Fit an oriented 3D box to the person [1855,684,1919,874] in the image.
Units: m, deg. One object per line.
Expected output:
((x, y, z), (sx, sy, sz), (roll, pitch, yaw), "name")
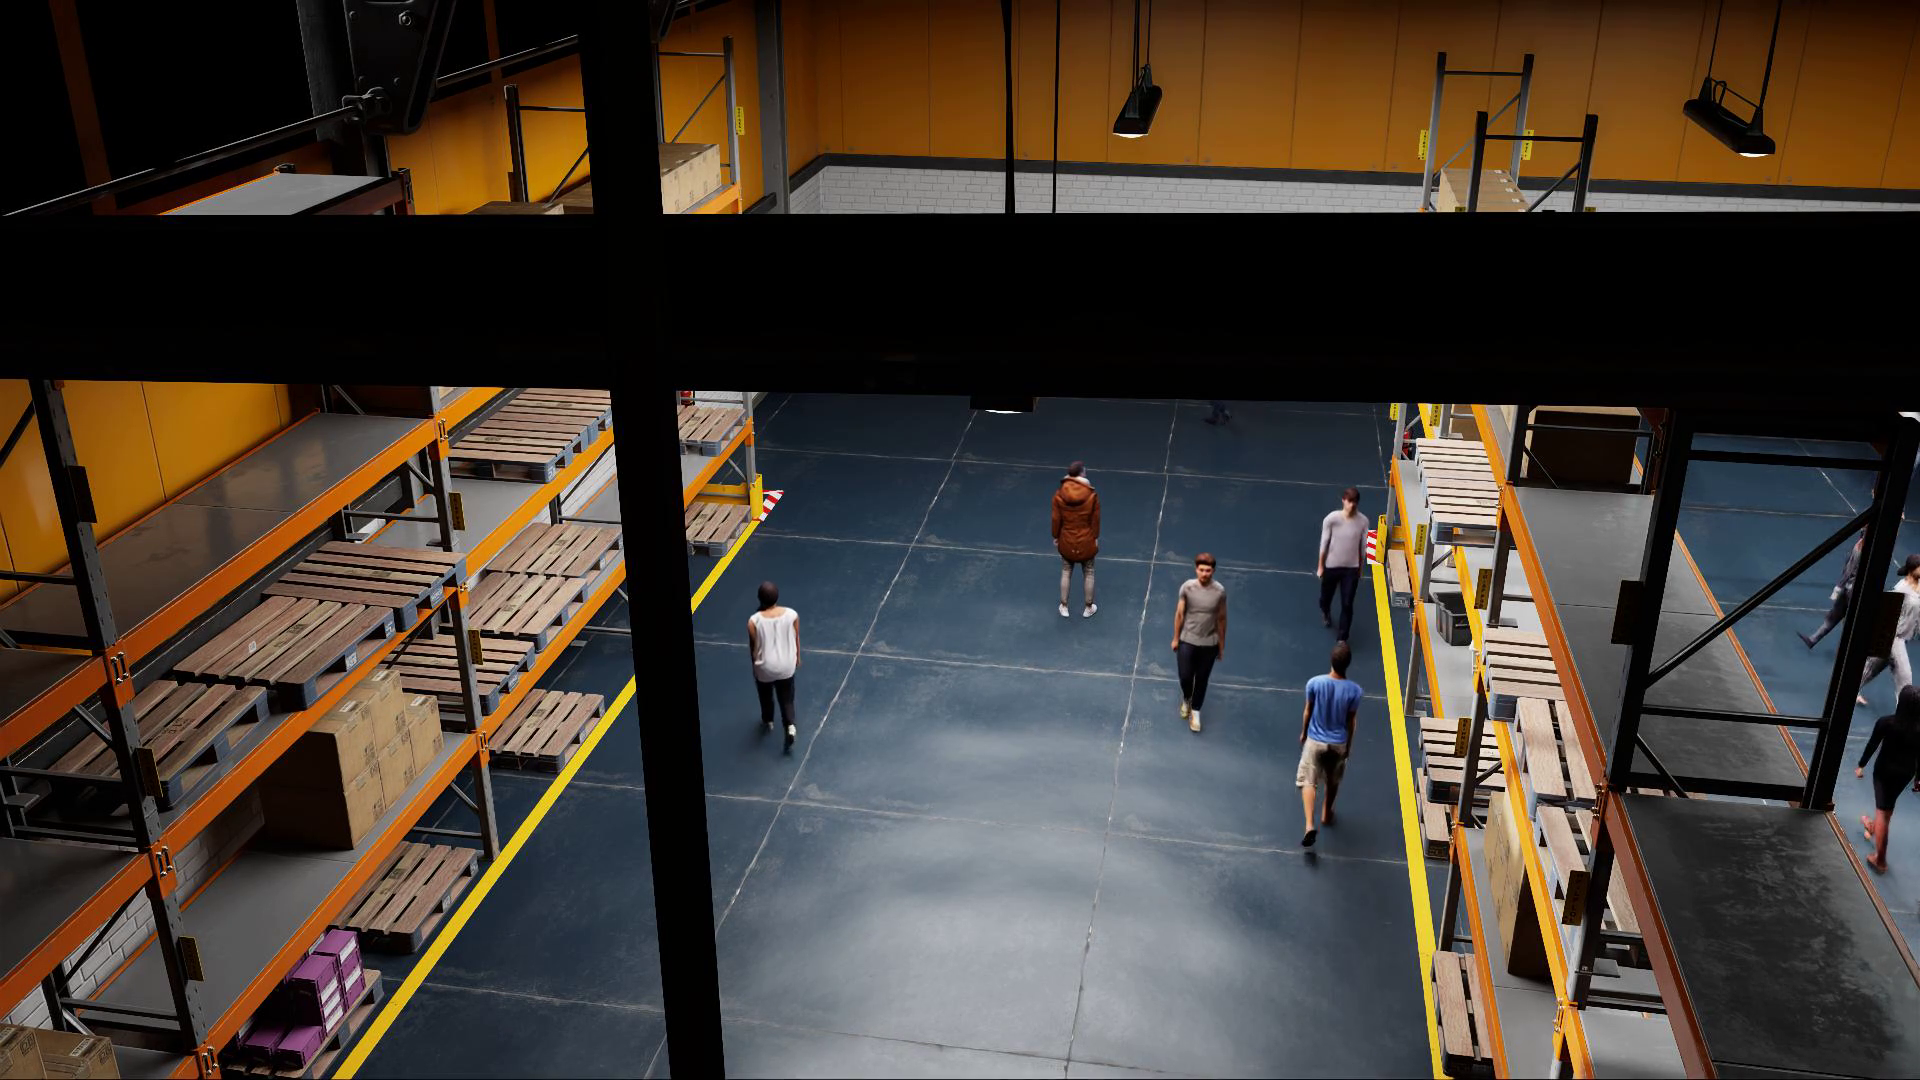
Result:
((7.961, 2.045, 14.142), (0.688, 1.694, 0.994), (2, 24, 5), "person")

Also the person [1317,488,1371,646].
((4.123, 0.271, 18.048), (0.679, 1.816, 1.095), (3, 24, 7), "person")

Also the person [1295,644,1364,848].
((3.194, 1.800, 14.519), (0.667, 1.841, 1.081), (5, 24, 12), "person")

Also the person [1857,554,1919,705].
((9.294, 0.939, 16.635), (1.068, 1.725, 1.147), (-15, 28, -30), "person")

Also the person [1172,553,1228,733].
((2.353, 0.957, 16.394), (0.684, 1.885, 0.683), (3, 24, 6), "person")

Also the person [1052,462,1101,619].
((1.315, 0.004, 18.633), (0.695, 1.837, 0.671), (5, 24, 11), "person")

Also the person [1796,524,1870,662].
((9.480, 0.591, 17.417), (1.083, 1.736, 1.108), (-17, 29, -34), "person")

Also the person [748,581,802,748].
((-1.795, 1.205, 16.104), (0.947, 1.662, 1.140), (-7, 25, -15), "person")

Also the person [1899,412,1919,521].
((12.196, -1.175, 21.510), (0.624, 1.692, 1.098), (2, 24, 5), "person")
